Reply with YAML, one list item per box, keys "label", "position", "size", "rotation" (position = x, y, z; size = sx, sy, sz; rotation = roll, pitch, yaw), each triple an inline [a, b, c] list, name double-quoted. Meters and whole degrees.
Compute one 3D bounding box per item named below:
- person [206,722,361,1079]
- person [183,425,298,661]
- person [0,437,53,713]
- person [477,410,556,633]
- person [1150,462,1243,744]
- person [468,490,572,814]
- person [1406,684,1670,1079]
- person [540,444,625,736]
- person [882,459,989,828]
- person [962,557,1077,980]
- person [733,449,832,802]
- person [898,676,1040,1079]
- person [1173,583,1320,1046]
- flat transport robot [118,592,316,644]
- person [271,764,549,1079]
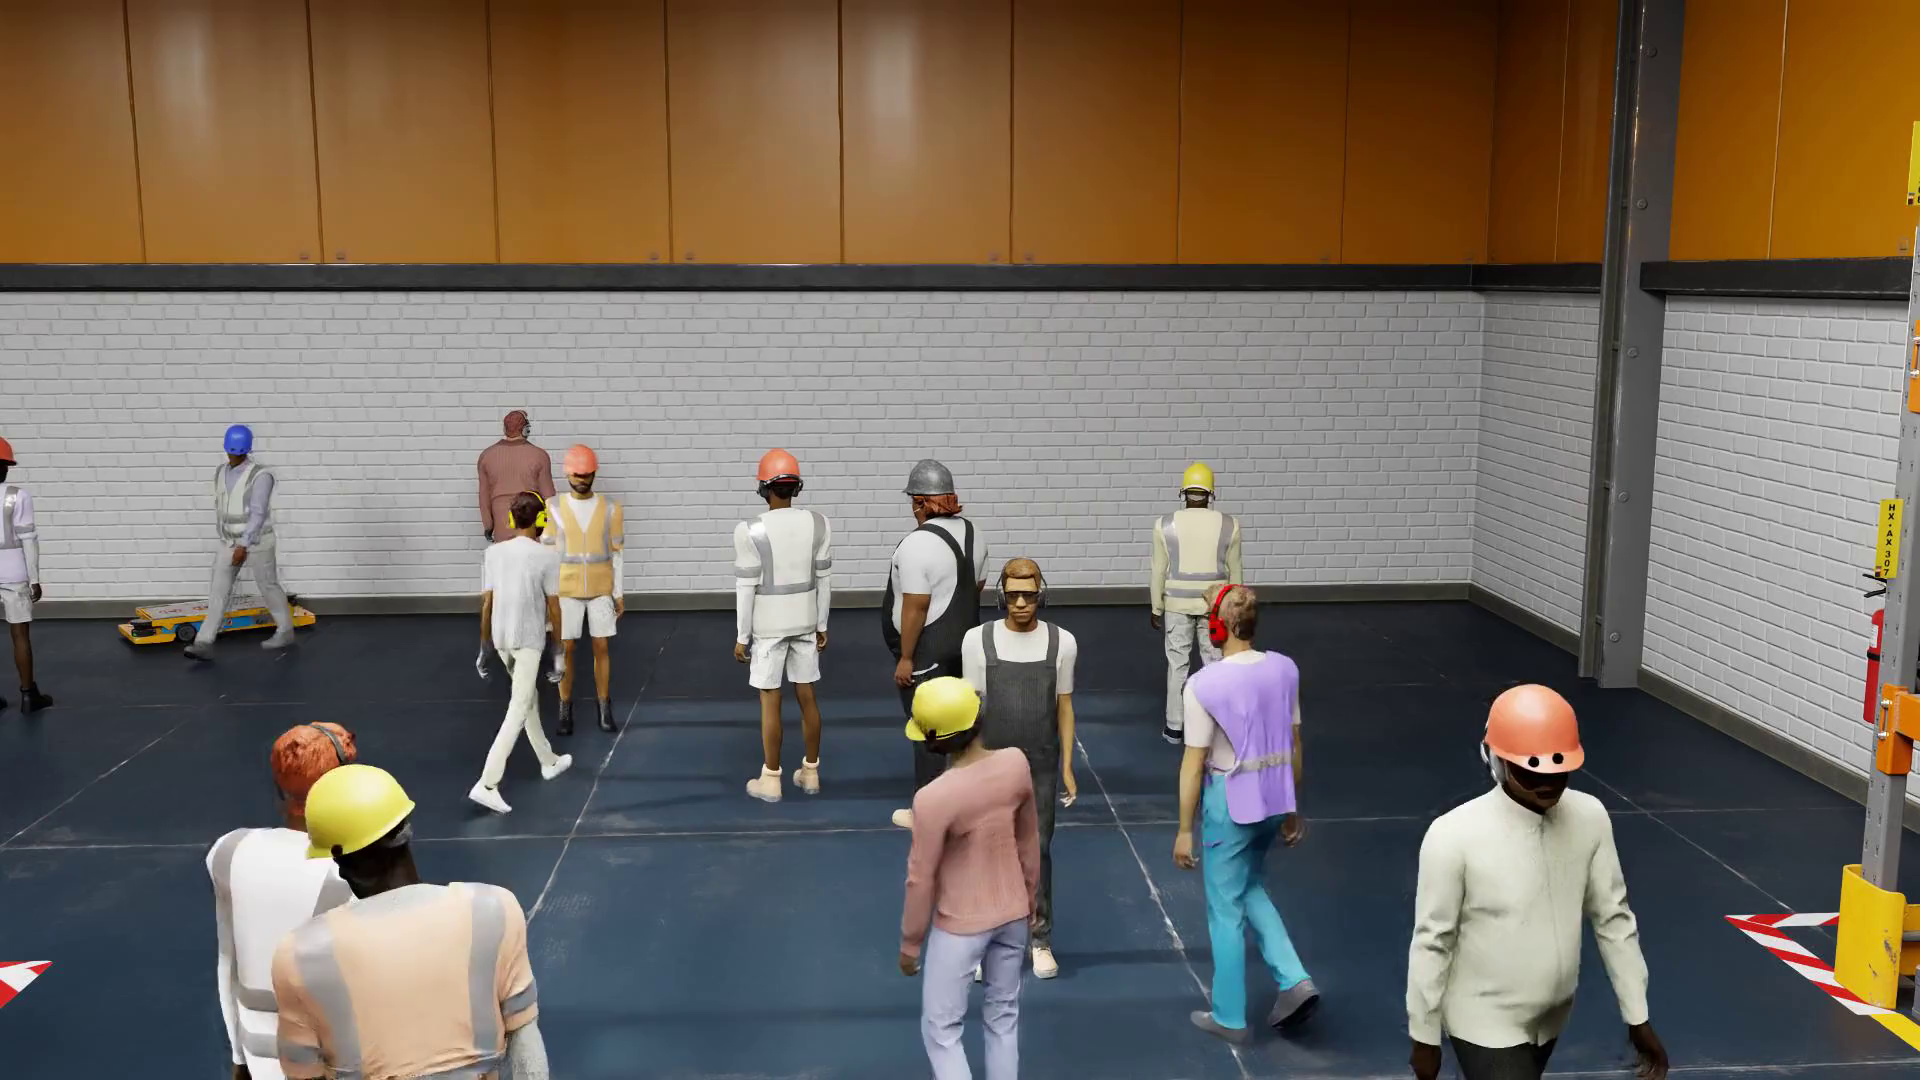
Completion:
- label: "person"
  position: [-1.749, 1.409, 4.414]
  size: [0.584, 1.864, 0.642]
  rotation: [3, 9, 17]
- label: "person"
  position: [-5.695, 0.011, 13.184]
  size: [0.626, 1.872, 1.013]
  rotation: [4, 10, 21]
- label: "person"
  position: [-6.645, 0.246, 11.523]
  size: [0.548, 1.927, 0.385]
  rotation: [-1, 9, -7]
- label: "person"
  position: [-3.712, -0.145, 14.052]
  size: [0.652, 1.906, 0.402]
  rotation: [1, 9, 6]
- label: "person"
  position: [1.526, 0.412, 10.780]
  size: [0.599, 1.830, 0.404]
  rotation: [0, 9, 2]
- label: "person"
  position: [-2.564, 0.622, 9.624]
  size: [0.542, 1.803, 1.060]
  rotation: [3, 10, 19]
- label: "person"
  position: [1.605, 1.345, 4.576]
  size: [0.624, 1.927, 1.056]
  rotation: [-5, 10, -30]
- label: "person"
  position: [-2.484, 0.327, 10.987]
  size: [0.550, 1.935, 0.370]
  rotation: [-3, 9, -18]
- label: "person"
  position: [-0.175, 0.562, 9.188]
  size: [0.536, 2.000, 0.688]
  rotation: [6, 11, 35]
- label: "person"
  position: [0.252, 0.980, 7.171]
  size: [0.505, 1.847, 0.347]
  rotation: [-1, 9, -4]
- label: "person"
  position: [-1.034, 0.492, 9.623]
  size: [0.608, 2.044, 0.372]
  rotation: [-6, 11, -33]
- label: "person"
  position: [0.044, 1.299, 5.553]
  size: [0.633, 1.729, 0.350]
  rotation: [-8, 12, -39]
- label: "person"
  position: [1.116, 1.089, 6.542]
  size: [0.592, 1.828, 0.466]
  rotation: [-7, 11, -38]
- label: "flat transport robot"
  position: [-6.318, 0.654, 14.150]
  size: [1.431, 0.197, 0.652]
  rotation: [-7, 11, -36]
- label: "person"
  position: [-1.273, 1.471, 3.995]
  size: [0.638, 1.884, 0.577]
  rotation: [-4, 10, -25]
